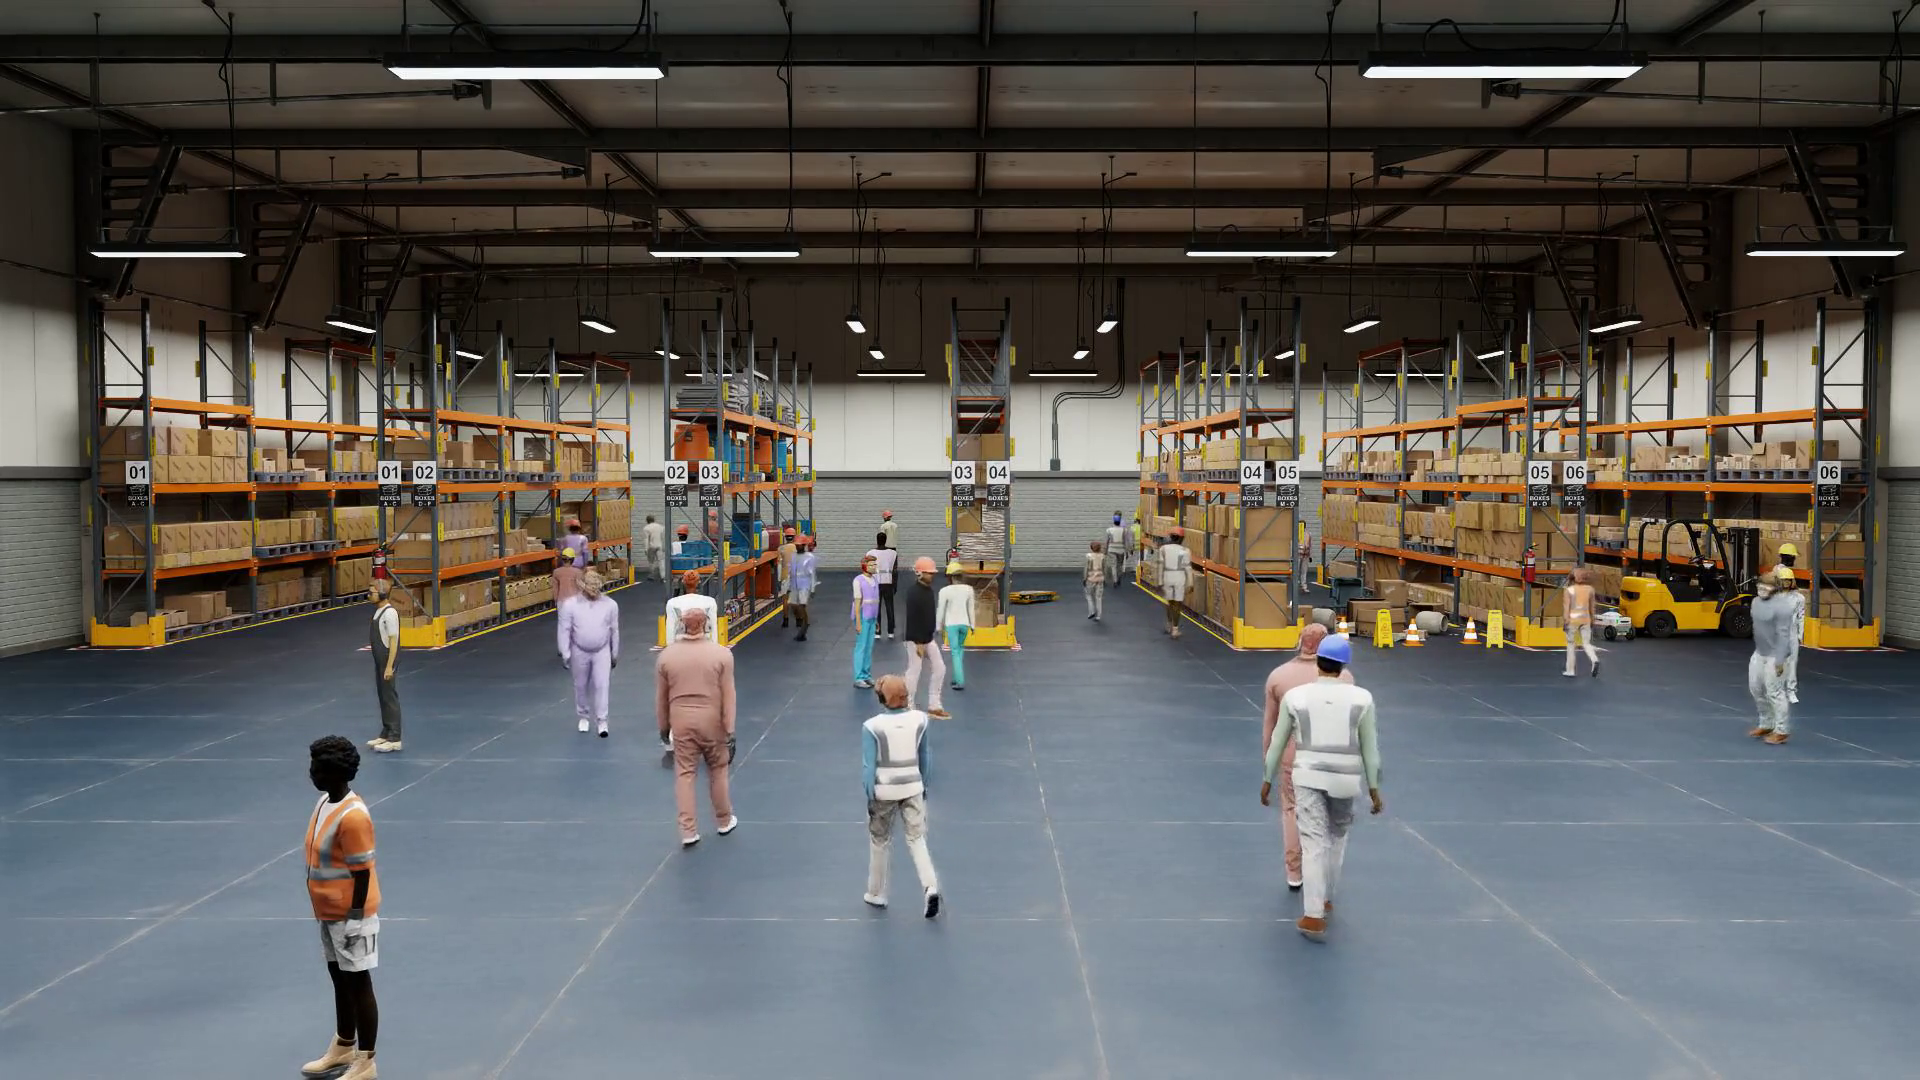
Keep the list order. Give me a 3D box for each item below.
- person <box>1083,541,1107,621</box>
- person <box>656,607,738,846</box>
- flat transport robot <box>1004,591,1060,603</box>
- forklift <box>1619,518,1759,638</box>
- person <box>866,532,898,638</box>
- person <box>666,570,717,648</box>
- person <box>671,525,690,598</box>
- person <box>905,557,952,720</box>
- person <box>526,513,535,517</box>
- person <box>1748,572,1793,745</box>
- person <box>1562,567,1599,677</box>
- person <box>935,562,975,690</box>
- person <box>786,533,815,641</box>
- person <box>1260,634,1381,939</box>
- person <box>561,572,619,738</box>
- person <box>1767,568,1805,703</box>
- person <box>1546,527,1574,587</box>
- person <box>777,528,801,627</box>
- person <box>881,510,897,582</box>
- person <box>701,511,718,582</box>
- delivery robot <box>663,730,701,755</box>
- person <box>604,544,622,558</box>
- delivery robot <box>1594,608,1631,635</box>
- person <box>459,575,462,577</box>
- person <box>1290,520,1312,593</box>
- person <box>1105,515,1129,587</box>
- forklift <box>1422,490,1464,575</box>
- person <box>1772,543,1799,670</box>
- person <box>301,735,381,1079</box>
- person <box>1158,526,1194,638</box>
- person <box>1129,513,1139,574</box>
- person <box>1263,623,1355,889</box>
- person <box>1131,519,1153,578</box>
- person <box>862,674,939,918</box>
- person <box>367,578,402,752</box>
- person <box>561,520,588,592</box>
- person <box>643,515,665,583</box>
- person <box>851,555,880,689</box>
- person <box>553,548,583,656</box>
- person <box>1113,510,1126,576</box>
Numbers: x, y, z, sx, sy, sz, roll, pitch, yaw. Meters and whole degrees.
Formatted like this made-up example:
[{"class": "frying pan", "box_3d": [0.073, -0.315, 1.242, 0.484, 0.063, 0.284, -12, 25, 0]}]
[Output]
[{"class": "person", "box_3d": [2.726, 0.826, 32.686, 0.550, 1.622, 0.395, -1, 2, -21]}, {"class": "person", "box_3d": [-2.091, 1.479, 13.026, 0.677, 1.881, 0.766, 0, 2, 5]}, {"class": "flat transport robot", "box_3d": [1.661, 1.317, 37.712, 0.652, 0.197, 1.431, 2, 3, 38]}, {"class": "forklift", "box_3d": [13.417, 0.684, 29.791, 2.313, 2.155, 1.214, 0, 2, 0]}, {"class": "person", "box_3d": [-1.414, 0.819, 29.286, 0.590, 1.920, 0.399, -1, 2, -15]}, {"class": "person", "box_3d": [-3.031, 1.276, 18.243, 0.575, 1.882, 0.359, -1, 2, -15]}, {"class": "person", "box_3d": [-5.667, 0.662, 33.005, 0.552, 1.935, 0.374, 1, 2, 23]}, {"class": "person", "box_3d": [-0.370, 1.189, 19.223, 0.726, 1.968, 0.664, 1, 2, 24]}, {"class": "person", "box_3d": [-11.326, 0.267, 42.767, 0.622, 1.938, 0.787, 1, 3, 30]}, {"class": "person", "box_3d": [8.898, 1.289, 17.690, 0.517, 1.897, 0.651, 0, 2, -10]}, {"class": "person", "box_3d": [8.995, 1.198, 23.400, 0.527, 1.616, 0.657, 0, 2, -11]}, {"class": "person", "box_3d": [-0.098, 1.180, 22.300, 0.546, 1.737, 0.727, -1, 3, -28]}, {"class": "person", "box_3d": [-2.845, 0.833, 28.860, 0.573, 1.923, 0.475, 1, 3, 28]}, {"class": "person", "box_3d": [2.339, 1.568, 10.543, 0.753, 1.893, 0.883, 0, 2, 7]}, {"class": "person", "box_3d": [-4.188, 1.289, 18.305, 0.645, 1.853, 1.013, -1, 2, -14]}, {"class": "person", "box_3d": [10.700, 1.235, 20.967, 0.487, 1.746, 0.287, 1, 2, 21]}, {"class": "person", "box_3d": [12.340, 0.675, 33.260, 0.567, 1.882, 1.011, 0, 2, 12]}, {"class": "person", "box_3d": [-3.294, 0.727, 31.487, 0.542, 1.929, 0.368, 0, 2, -7]}, {"class": "person", "box_3d": [-1.996, 0.171, 44.799, 0.405, 1.987, 0.618, 2, 3, 44]}, {"class": "person", "box_3d": [-6.865, 0.194, 44.709, 0.652, 1.957, 0.647, 1, 3, 27]}, {"class": "delivery robot", "box_3d": [-2.665, 1.978, 16.394, 0.707, 0.478, 0.477, 0, 2, -4]}, {"class": "person", "box_3d": [-10.306, 0.120, 47.939, 0.588, 1.833, 0.404, -1, 3, -30]}, {"class": "delivery robot", "box_3d": [11.747, 1.473, 29.102, 0.477, 0.478, 0.707, -1, 2, -16]}, {"class": "person", "box_3d": [-10.928, 0.643, 34.498, 0.566, 1.848, 0.676, 0, 2, 1]}, {"class": "person", "box_3d": [8.552, 0.413, 40.482, 0.623, 1.844, 0.429, -1, 2, -17]}, {"class": "person", "box_3d": [4.139, 0.299, 42.712, 0.623, 1.900, 0.984, 0, 2, 1]}, {"class": "forklift", "box_3d": [13.926, -0.371, 47.846, 1.873, 2.768, 1.129, 0, 2, 0]}, {"class": "person", "box_3d": [12.453, 1.010, 24.405, 0.383, 1.923, 0.590, 1, 2, 17]}, {"class": "person", "box_3d": [-2.977, 1.781, 7.781, 0.322, 1.699, 0.535, -2, 3, -38]}, {"class": "person", "box_3d": [3.971, 0.758, 29.381, 0.648, 2.029, 0.572, 1, 3, 33]}, {"class": "person", "box_3d": [5.312, 0.101, 48.418, 0.591, 1.833, 0.403, -2, 3, -37]}, {"class": "person", "box_3d": [2.517, 1.537, 11.582, 0.678, 1.881, 0.587, 1, 2, 23]}, {"class": "person", "box_3d": [5.121, 0.236, 45.482, 0.637, 1.805, 0.934, 1, 3, 31]}, {"class": "person", "box_3d": [-0.396, 1.705, 10.826, 0.519, 1.608, 0.762, -1, 2, -24]}, {"class": "person", "box_3d": [-6.168, 1.331, 17.302, 0.327, 1.844, 0.514, -1, 3, -32]}, {"class": "person", "box_3d": [-8.447, 0.548, 35.428, 0.617, 1.978, 1.079, 0, 2, -1]}, {"class": "person", "box_3d": [-8.408, 0.243, 44.471, 0.712, 1.875, 0.998, -2, 3, -39]}, {"class": "person", "box_3d": [-1.314, 1.126, 22.447, 0.384, 1.845, 0.565, 1, 3, 26]}, {"class": "person", "box_3d": [-6.393, 1.010, 26.368, 0.525, 1.769, 0.314, 0, 2, 12]}, {"class": "person", "box_3d": [4.685, 0.086, 47.500, 0.362, 1.936, 0.631, 1, 3, 27]}]
